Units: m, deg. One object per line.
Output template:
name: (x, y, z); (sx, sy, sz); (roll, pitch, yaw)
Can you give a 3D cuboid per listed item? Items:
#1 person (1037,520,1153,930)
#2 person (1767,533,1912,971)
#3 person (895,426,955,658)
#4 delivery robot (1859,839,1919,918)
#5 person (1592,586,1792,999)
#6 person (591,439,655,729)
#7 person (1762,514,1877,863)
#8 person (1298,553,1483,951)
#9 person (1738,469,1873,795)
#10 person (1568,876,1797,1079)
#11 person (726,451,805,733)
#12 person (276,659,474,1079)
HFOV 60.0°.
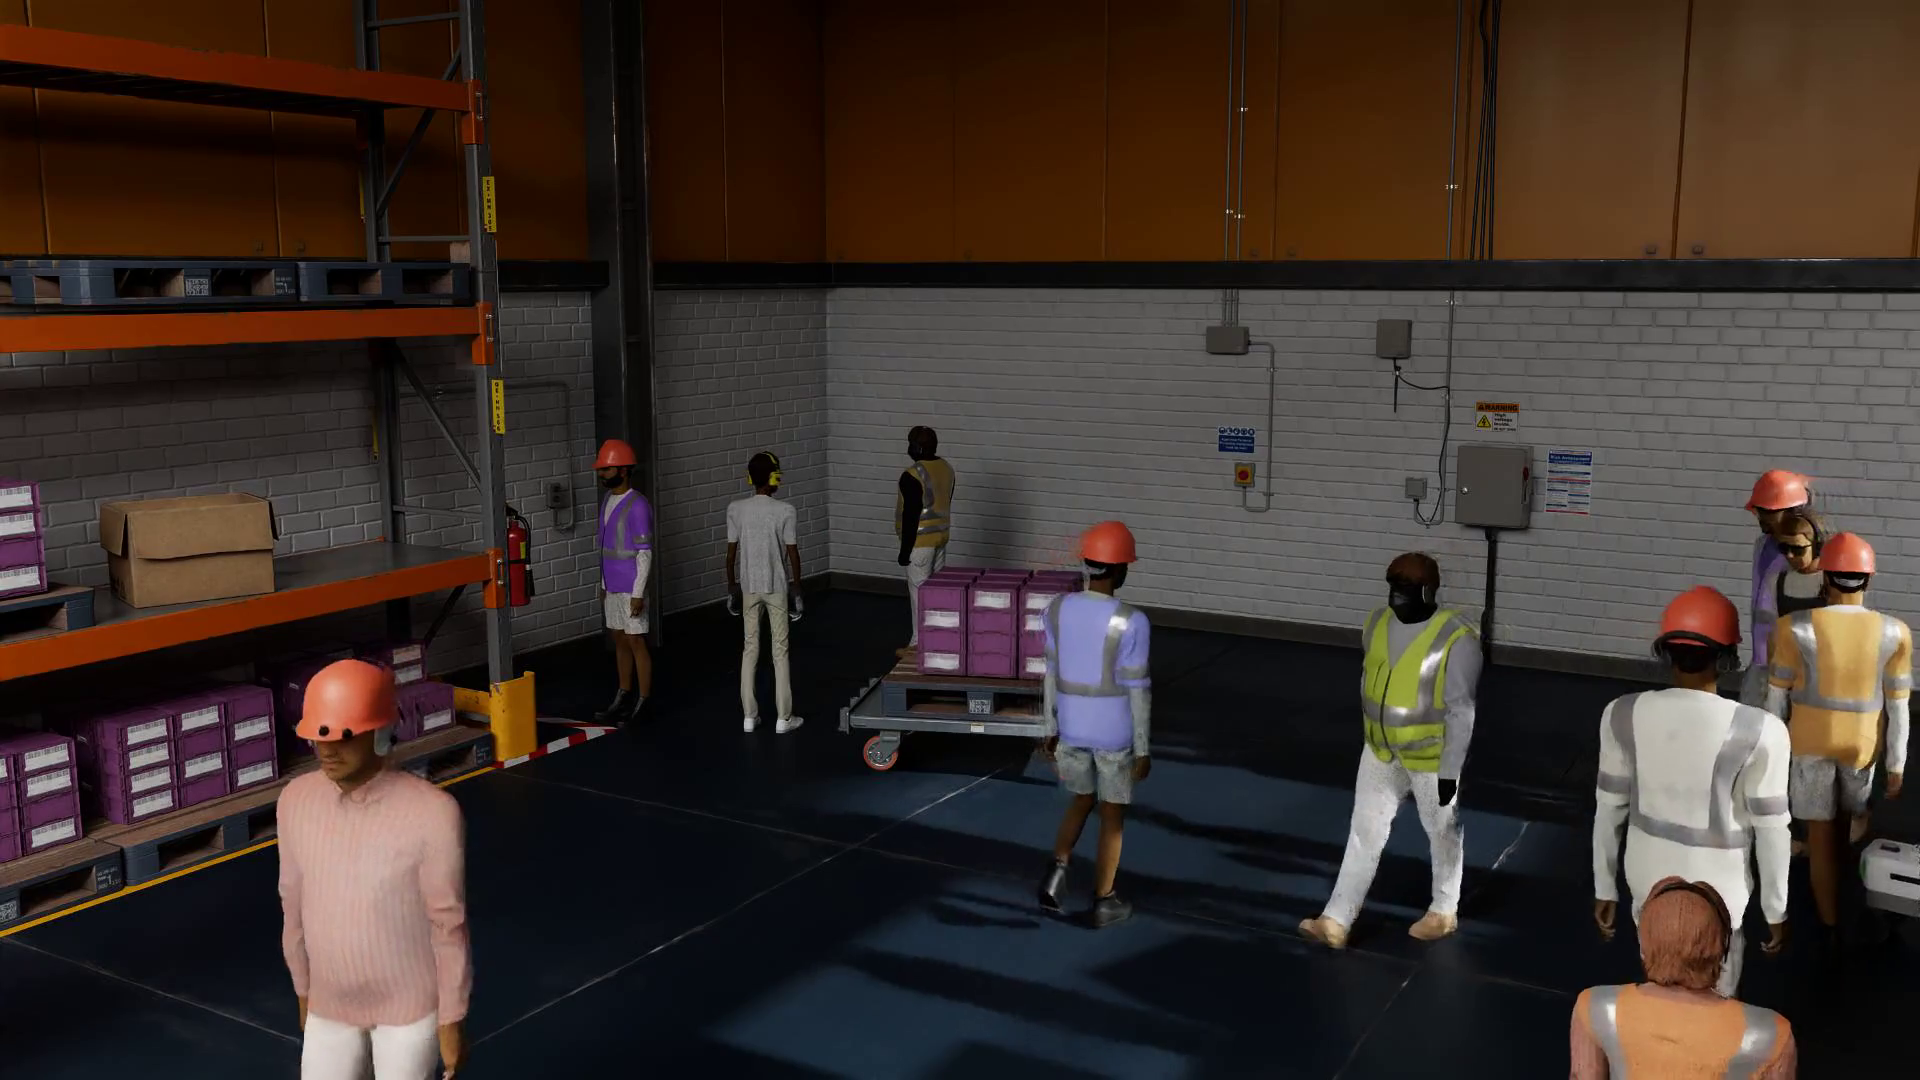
person: (0.610, 0.867, 7.580); (0.559, 1.918, 0.499); (7, 11, 37)
person: (3.916, 0.912, 7.461); (0.543, 1.886, 0.999); (2, 9, 14)
person: (-0.299, 0.018, 13.133); (0.429, 1.844, 0.627); (5, 10, 29)
delivery robot: (4.417, 1.530, 7.403); (0.707, 0.478, 0.477); (8, 12, 42)
person: (2.376, 1.156, 5.516); (0.914, 2.014, 0.612); (-8, 12, -40)
person: (-2.262, 0.291, 11.119); (0.362, 1.939, 0.542); (-7, 12, -38)
person: (4.438, 0.758, 8.584); (0.558, 1.817, 0.568); (-4, 10, -25)
person: (1.941, 0.959, 7.383); (0.927, 1.794, 0.654); (-7, 11, -37)
person: (4.461, 0.619, 8.850); (0.710, 2.018, 0.618); (0, 9, -1)
person: (1.683, 1.607, 3.951); (0.515, 1.607, 0.794); (6, 11, 33)
person: (-1.284, 0.348, 10.992); (0.535, 1.865, 0.312); (2, 9, 11)
person: (-1.647, 1.286, 4.773); (0.620, 1.982, 0.559); (2, 9, 14)
